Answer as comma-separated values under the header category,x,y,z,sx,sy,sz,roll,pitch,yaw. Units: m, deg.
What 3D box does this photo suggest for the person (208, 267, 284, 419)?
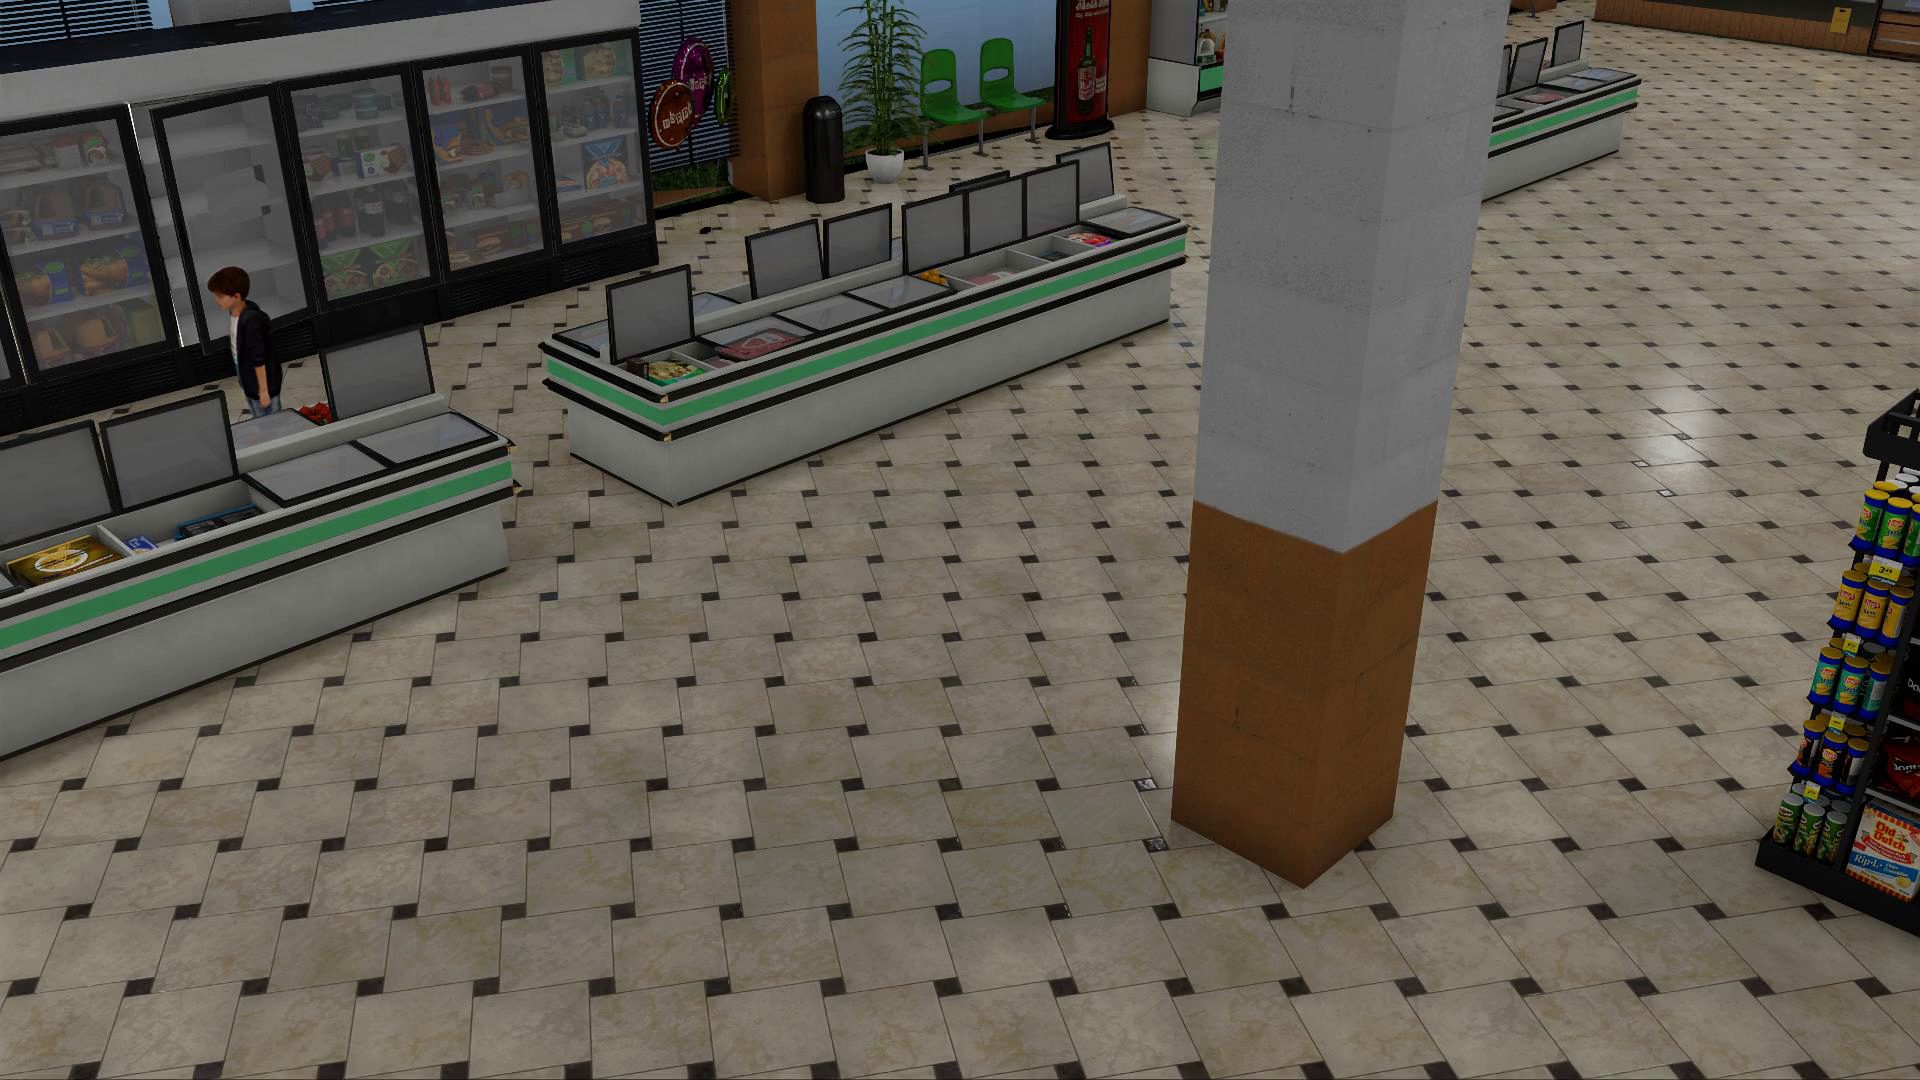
category,x,y,z,sx,sy,sz,roll,pitch,yaw
person,-4.220,-0.956,10.016,0.575,1.445,0.571,-17,32,-30
